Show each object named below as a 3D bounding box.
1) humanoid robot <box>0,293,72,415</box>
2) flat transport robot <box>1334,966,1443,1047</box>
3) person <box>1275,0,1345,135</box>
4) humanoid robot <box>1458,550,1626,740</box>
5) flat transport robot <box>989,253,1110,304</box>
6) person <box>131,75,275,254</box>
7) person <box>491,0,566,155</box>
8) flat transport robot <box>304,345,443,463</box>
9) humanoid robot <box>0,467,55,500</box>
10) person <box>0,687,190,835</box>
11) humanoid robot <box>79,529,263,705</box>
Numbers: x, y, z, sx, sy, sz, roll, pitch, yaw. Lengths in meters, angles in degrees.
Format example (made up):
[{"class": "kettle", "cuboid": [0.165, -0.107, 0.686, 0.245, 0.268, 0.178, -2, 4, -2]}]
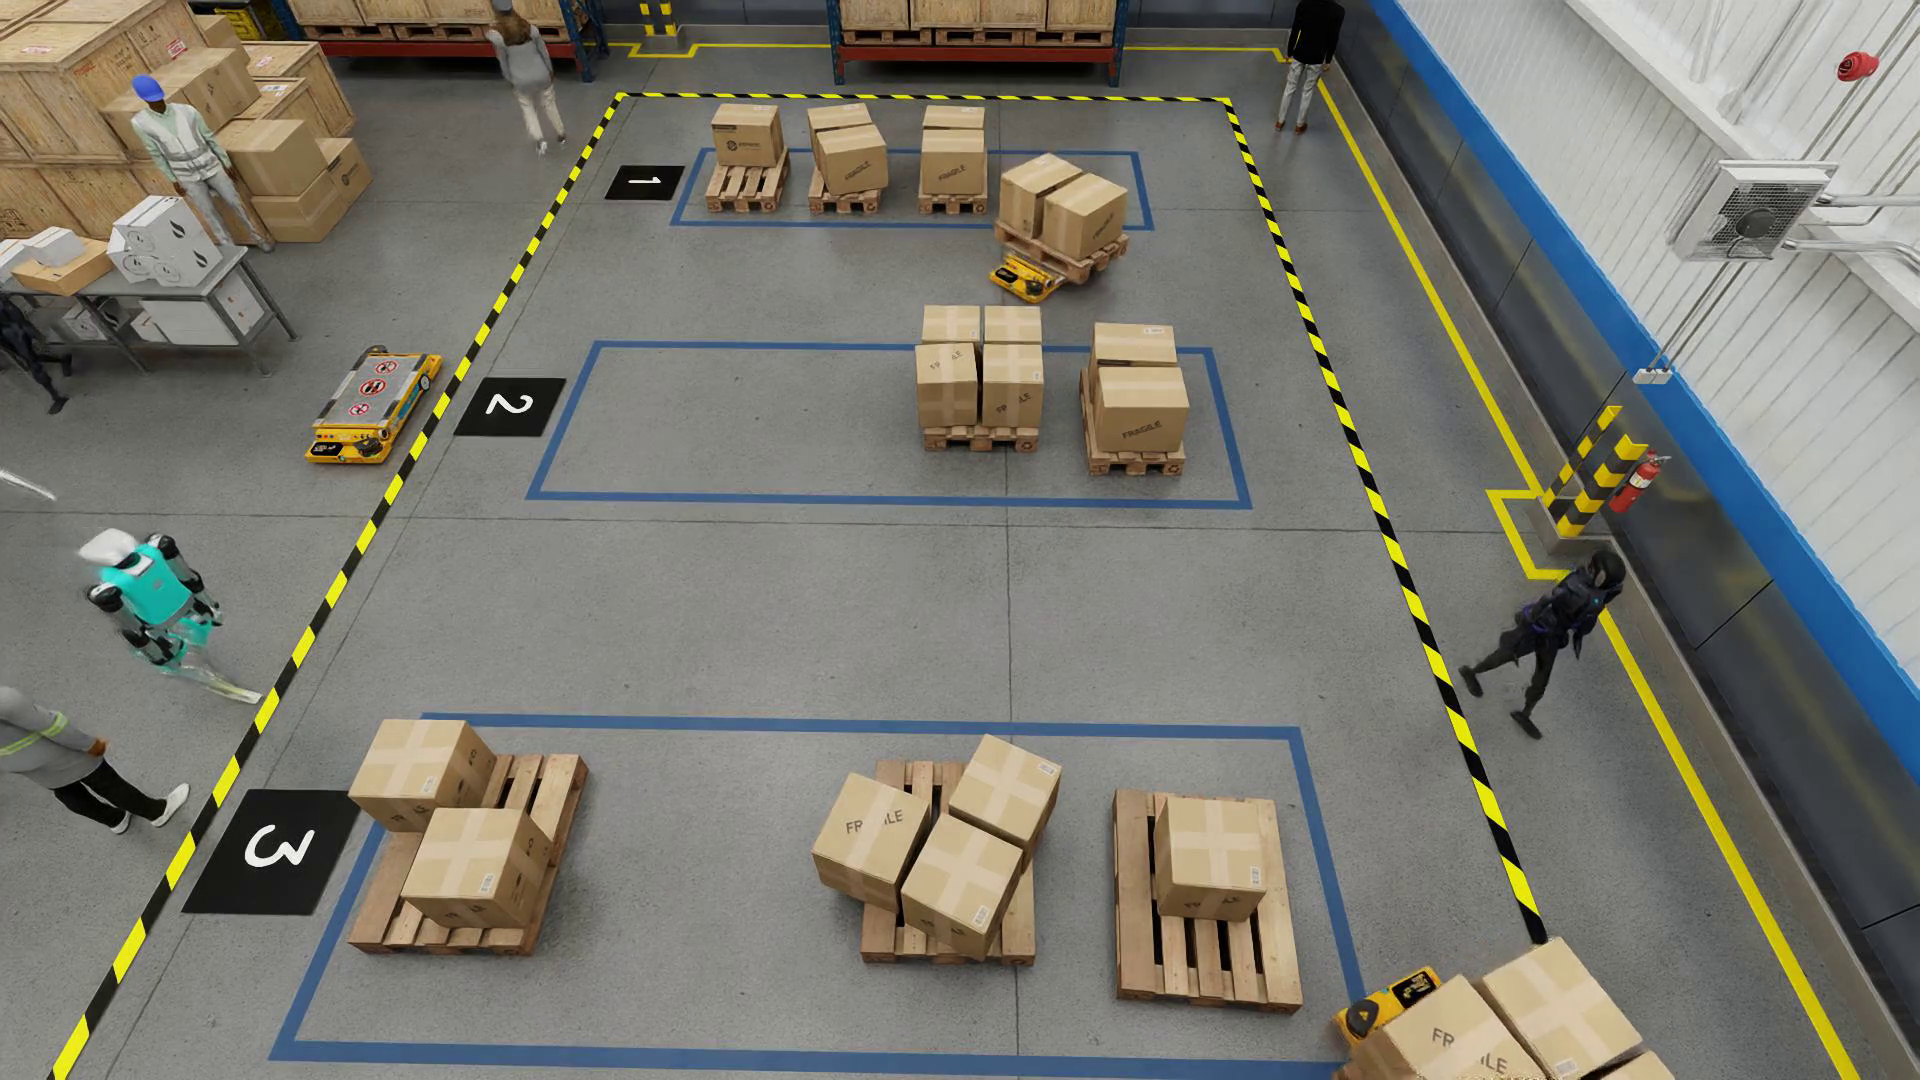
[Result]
[{"class": "humanoid robot", "cuboid": [-8.515, -1.959, 8.129, 0.612, 1.638, 0.737, -6, 50, -5]}, {"class": "flat transport robot", "cuboid": [2.688, 3.044, 4.773, 0.652, 0.197, 1.431, -18, 52, -14]}, {"class": "person", "cuboid": [4.350, -6.026, 11.408, 0.589, 1.884, 0.356, 22, 53, 17]}, {"class": "humanoid robot", "cuboid": [3.788, 0.656, 5.900, 0.593, 1.633, 0.672, -8, 50, -7]}, {"class": "flat transport robot", "cuboid": [1.042, -3.071, 9.947, 0.652, 0.197, 1.431, 37, 59, 27]}, {"class": "person", "cuboid": [-7.896, -3.835, 9.520, 0.607, 1.939, 0.413, -32, 57, -24]}, {"class": "person", "cuboid": [-5.222, -5.623, 11.160, 0.596, 1.754, 0.581, -22, 53, -18]}, {"class": "flat transport robot", "cuboid": [-5.383, -1.269, 8.441, 0.659, 0.231, 1.431, 1, 50, 1]}, {"class": "humanoid robot", "cuboid": [-8.058, -0.811, 7.135, 0.795, 1.806, 0.536, 5, 50, 5]}, {"class": "person", "cuboid": [-5.345, 1.185, 5.328, 0.589, 1.850, 0.395, -4, 50, -4]}, {"class": "humanoid robot", "cuboid": [-5.188, 0.581, 5.983, 0.833, 1.871, 0.548, 9, 50, 8]}]
